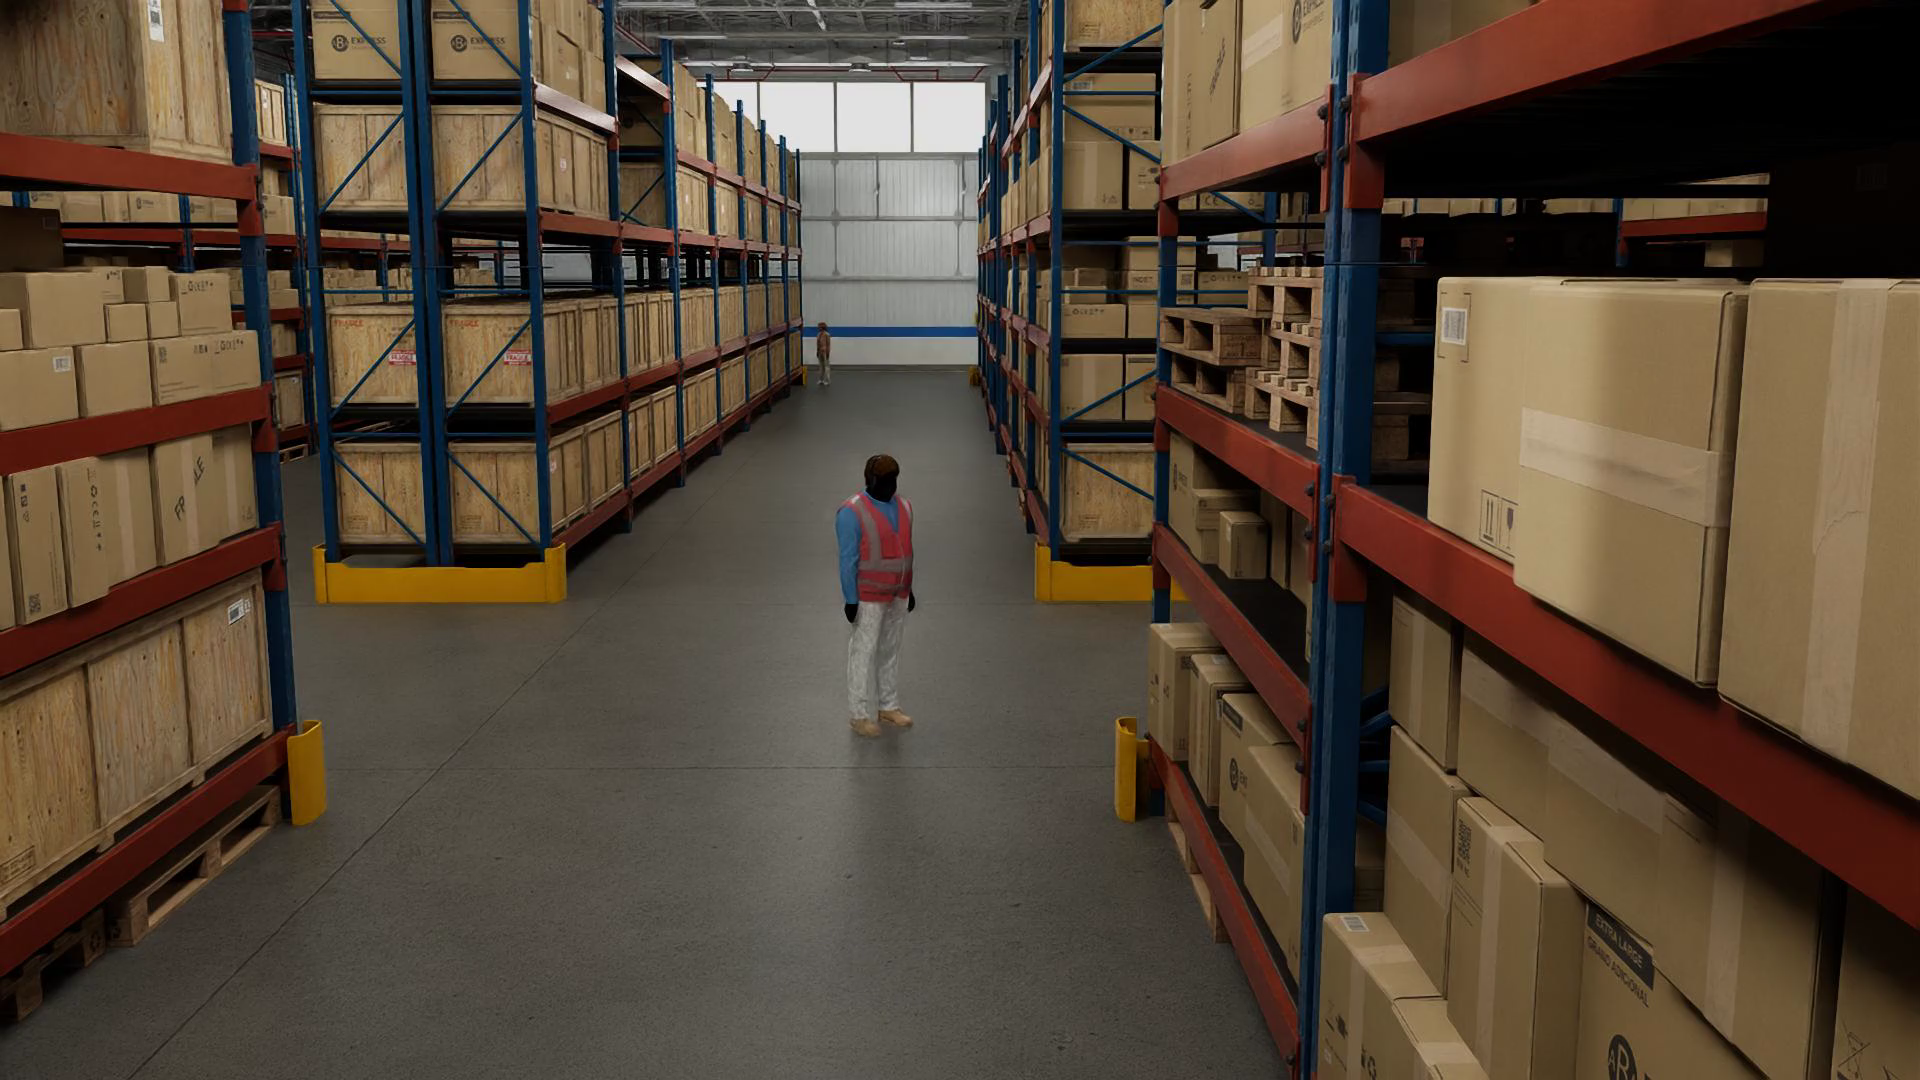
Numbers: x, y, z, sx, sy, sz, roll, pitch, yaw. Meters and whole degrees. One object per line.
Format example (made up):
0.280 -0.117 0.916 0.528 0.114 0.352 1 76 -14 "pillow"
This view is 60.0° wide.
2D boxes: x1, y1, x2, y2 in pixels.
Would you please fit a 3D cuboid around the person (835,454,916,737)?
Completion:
-0.518 0.352 10.885 0.429 1.839 0.634 8 12 41 "person"

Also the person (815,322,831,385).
-3.580 -4.885 43.602 0.310 1.640 0.514 -8 12 -42 "person"
